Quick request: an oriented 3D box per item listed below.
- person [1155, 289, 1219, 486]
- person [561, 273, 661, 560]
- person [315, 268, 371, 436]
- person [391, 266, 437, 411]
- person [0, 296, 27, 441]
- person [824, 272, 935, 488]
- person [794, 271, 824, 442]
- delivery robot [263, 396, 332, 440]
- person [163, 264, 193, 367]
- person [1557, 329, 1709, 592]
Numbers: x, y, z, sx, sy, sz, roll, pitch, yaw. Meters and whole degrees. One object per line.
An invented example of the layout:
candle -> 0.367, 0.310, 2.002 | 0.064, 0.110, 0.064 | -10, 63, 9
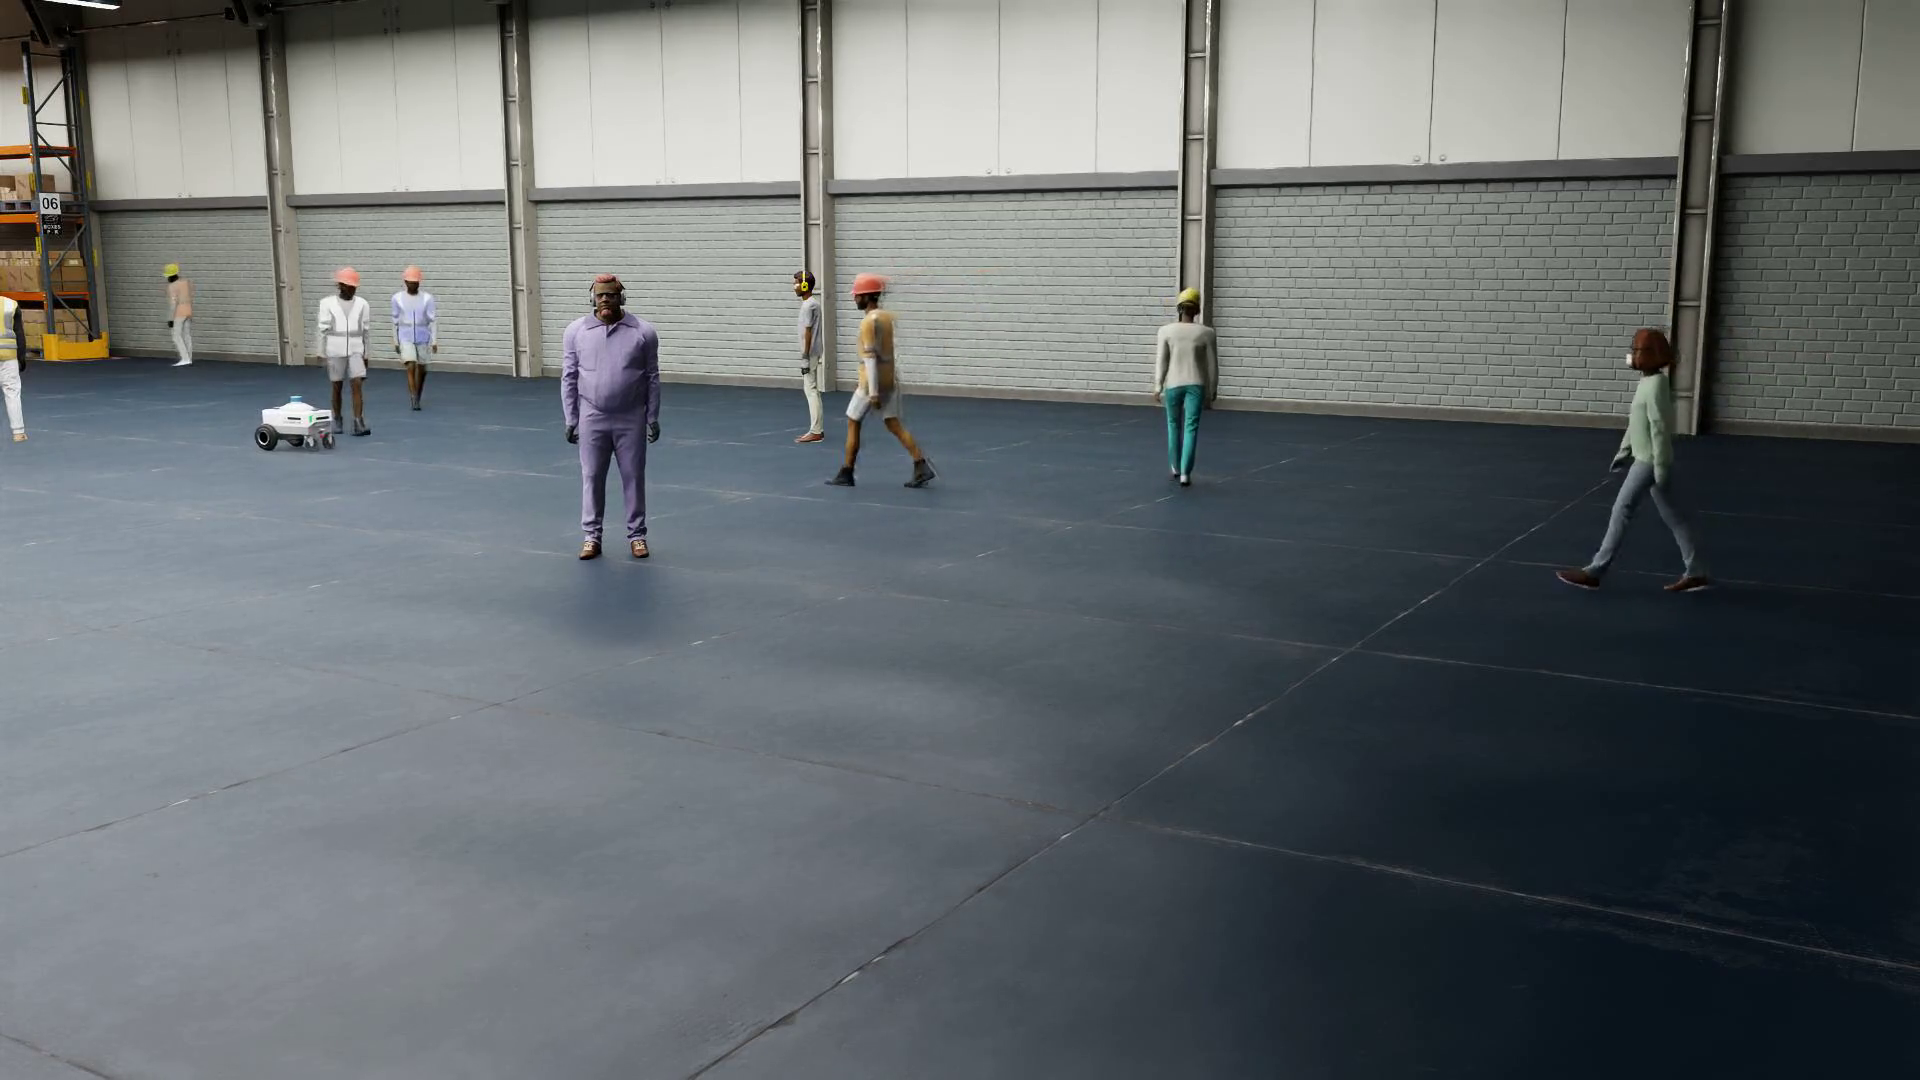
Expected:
person -> 2.035, -1.374, 14.885 | 0.545, 1.720, 0.877 | 2, 10, 12
person -> -2.328, -0.819, 11.126 | 0.652, 1.906, 0.408 | -2, 10, -10
person -> -6.943, -2.106, 18.733 | 0.654, 1.881, 0.921 | -5, 11, -29
person -> -7.243, -2.686, 22.077 | 0.549, 1.908, 0.777 | -4, 11, -23
person -> -10.496, -1.974, 18.081 | 0.626, 1.844, 0.429 | -6, 11, -30
person -> -0.693, -1.381, 14.497 | 0.996, 1.898, 0.540 | 4, 11, 23
person -> -1.651, -1.997, 18.169 | 0.311, 1.863, 0.509 | 0, 10, 0
delivery robot -> -6.923, -1.258, 17.375 | 0.707, 0.478, 0.477 | 4, 10, 23
person -> -14.314, -4.120, 30.591 | 0.383, 1.889, 0.635 | 1, 10, 4
person -> 4.119, -0.467, 9.987 | 0.863, 1.589, 0.497 | 4, 10, 22
